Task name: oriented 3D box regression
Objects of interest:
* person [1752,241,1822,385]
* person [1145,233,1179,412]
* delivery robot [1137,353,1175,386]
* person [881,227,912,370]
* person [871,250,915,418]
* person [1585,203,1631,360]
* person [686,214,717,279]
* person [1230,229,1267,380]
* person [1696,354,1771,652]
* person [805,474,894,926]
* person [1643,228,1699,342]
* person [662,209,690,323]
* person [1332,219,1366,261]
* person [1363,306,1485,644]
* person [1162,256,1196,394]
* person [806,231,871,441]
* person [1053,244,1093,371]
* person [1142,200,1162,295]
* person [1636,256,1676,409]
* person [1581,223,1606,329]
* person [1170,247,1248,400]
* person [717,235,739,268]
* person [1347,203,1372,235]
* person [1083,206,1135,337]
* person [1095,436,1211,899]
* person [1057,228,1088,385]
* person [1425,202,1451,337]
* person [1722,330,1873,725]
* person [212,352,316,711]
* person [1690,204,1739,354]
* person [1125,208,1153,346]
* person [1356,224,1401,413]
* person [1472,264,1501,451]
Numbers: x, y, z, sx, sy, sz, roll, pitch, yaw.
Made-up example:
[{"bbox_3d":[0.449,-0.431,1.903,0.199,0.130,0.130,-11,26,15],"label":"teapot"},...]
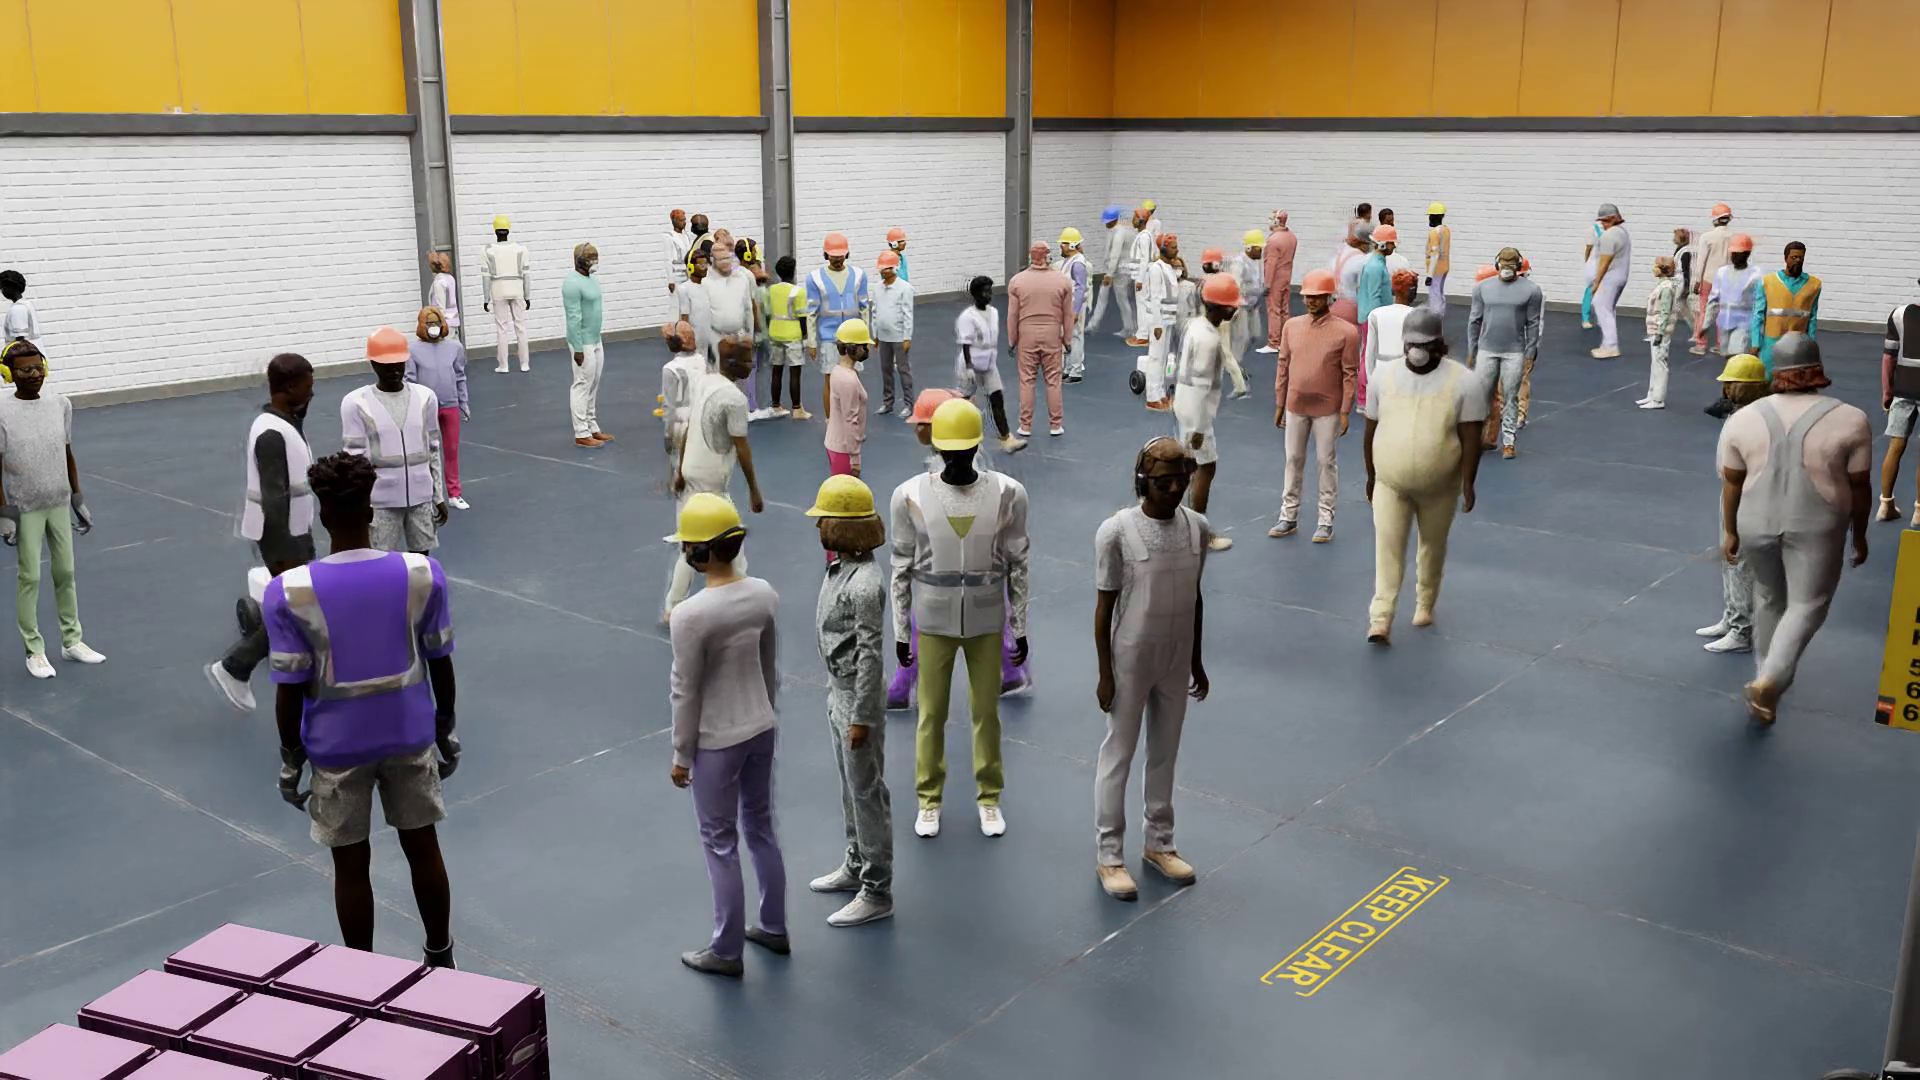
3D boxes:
[{"bbox_3d":[7.980,-1.928,16.123,0.591,1.922,0.392,2,14,7],"label":"person"},{"bbox_3d":[2.172,-2.330,17.806,0.355,1.883,0.572,6,15,21],"label":"person"},{"bbox_3d":[2.302,-1.937,18.738,0.477,0.478,0.707,-7,16,-24],"label":"delivery robot"},{"bbox_3d":[-0.796,-3.020,20.814,0.317,1.756,0.563,6,15,24],"label":"person"},{"bbox_3d":[-0.716,-2.144,17.357,0.564,1.740,0.373,11,18,38],"label":"person"},{"bbox_3d":[8.475,-3.386,21.703,0.646,2.000,0.895,10,17,36],"label":"person"},{"bbox_3d":[-3.473,-3.464,22.421,0.429,1.840,0.636,-5,15,-20],"label":"person"},{"bbox_3d":[3.436,-2.798,19.842,0.482,1.805,0.619,11,18,37],"label":"person"},{"bbox_3d":[4.502,-0.216,9.663,0.345,1.738,0.485,4,14,14],"label":"person"},{"bbox_3d":[-0.426,0.605,6.358,0.295,1.743,0.492,-4,15,-15],"label":"person"},{"bbox_3d":[10.135,-3.571,23.344,0.851,1.601,0.533,2,14,9],"label":"person"},{"bbox_3d":[-3.836,-3.576,22.783,0.352,1.883,0.579,5,15,20],"label":"person"},{"bbox_3d":[4.779,-2.948,20.253,0.398,1.900,0.649,-5,15,-19],"label":"person"},{"bbox_3d":[2.706,-0.411,9.816,0.696,2.000,1.019,5,15,21],"label":"person"},{"bbox_3d":[2.312,-2.249,17.989,0.539,1.633,0.315,-3,14,-10],"label":"person"},{"bbox_3d":[-1.158,-1.939,15.964,0.609,2.029,0.407,-4,15,-17],"label":"person"},{"bbox_3d":[1.394,-2.918,20.660,0.509,1.631,0.269,1,14,2],"label":"person"},{"bbox_3d":[3.197,-4.852,28.143,0.342,1.761,0.531,-9,17,-33],"label":"person"},{"bbox_3d":[7.520,-2.229,17.891,0.311,1.642,0.512,4,15,16],"label":"person"},{"bbox_3d":[9.583,-4.082,24.884,0.515,1.843,0.327,-3,14,-12],"label":"person"},{"bbox_3d":[2.781,-2.383,18.397,0.936,1.695,0.562,-2,14,-10],"label":"person"},{"bbox_3d":[-2.982,-3.091,21.342,0.308,1.640,0.510,-10,17,-34],"label":"person"},{"bbox_3d":[5.781,-3.978,24.365,0.544,1.896,0.630,-2,14,-6],"label":"person"},{"bbox_3d":[2.115,-3.801,23.682,0.919,1.882,0.646,-3,14,-11],"label":"person"},{"bbox_3d":[0.763,0.496,6.589,0.506,1.846,0.348,-7,16,-26],"label":"person"},{"bbox_3d":[1.295,-2.748,19.575,0.404,1.830,0.601,-2,14,-8],"label":"person"},{"bbox_3d":[6.789,-3.846,23.772,0.387,1.927,0.589,9,17,32],"label":"person"},{"bbox_3d":[4.246,-0.091,8.537,0.695,2.000,0.935,13,19,43],"label":"person"},{"bbox_3d":[-3.529,-0.015,8.550,0.573,1.890,0.640,-4,15,-15],"label":"person"},{"bbox_3d":[10.057,-3.462,22.133,0.608,1.986,0.401,-3,14,-10],"label":"person"},{"bbox_3d":[2.491,-3.623,22.974,0.356,1.883,0.574,1,14,4],"label":"person"},{"bbox_3d":[4.411,-2.334,17.613,0.407,1.987,0.615,3,14,13],"label":"person"},{"bbox_3d":[4.926,-1.701,15.571,0.349,1.742,0.564,3,14,11],"label":"person"}]
